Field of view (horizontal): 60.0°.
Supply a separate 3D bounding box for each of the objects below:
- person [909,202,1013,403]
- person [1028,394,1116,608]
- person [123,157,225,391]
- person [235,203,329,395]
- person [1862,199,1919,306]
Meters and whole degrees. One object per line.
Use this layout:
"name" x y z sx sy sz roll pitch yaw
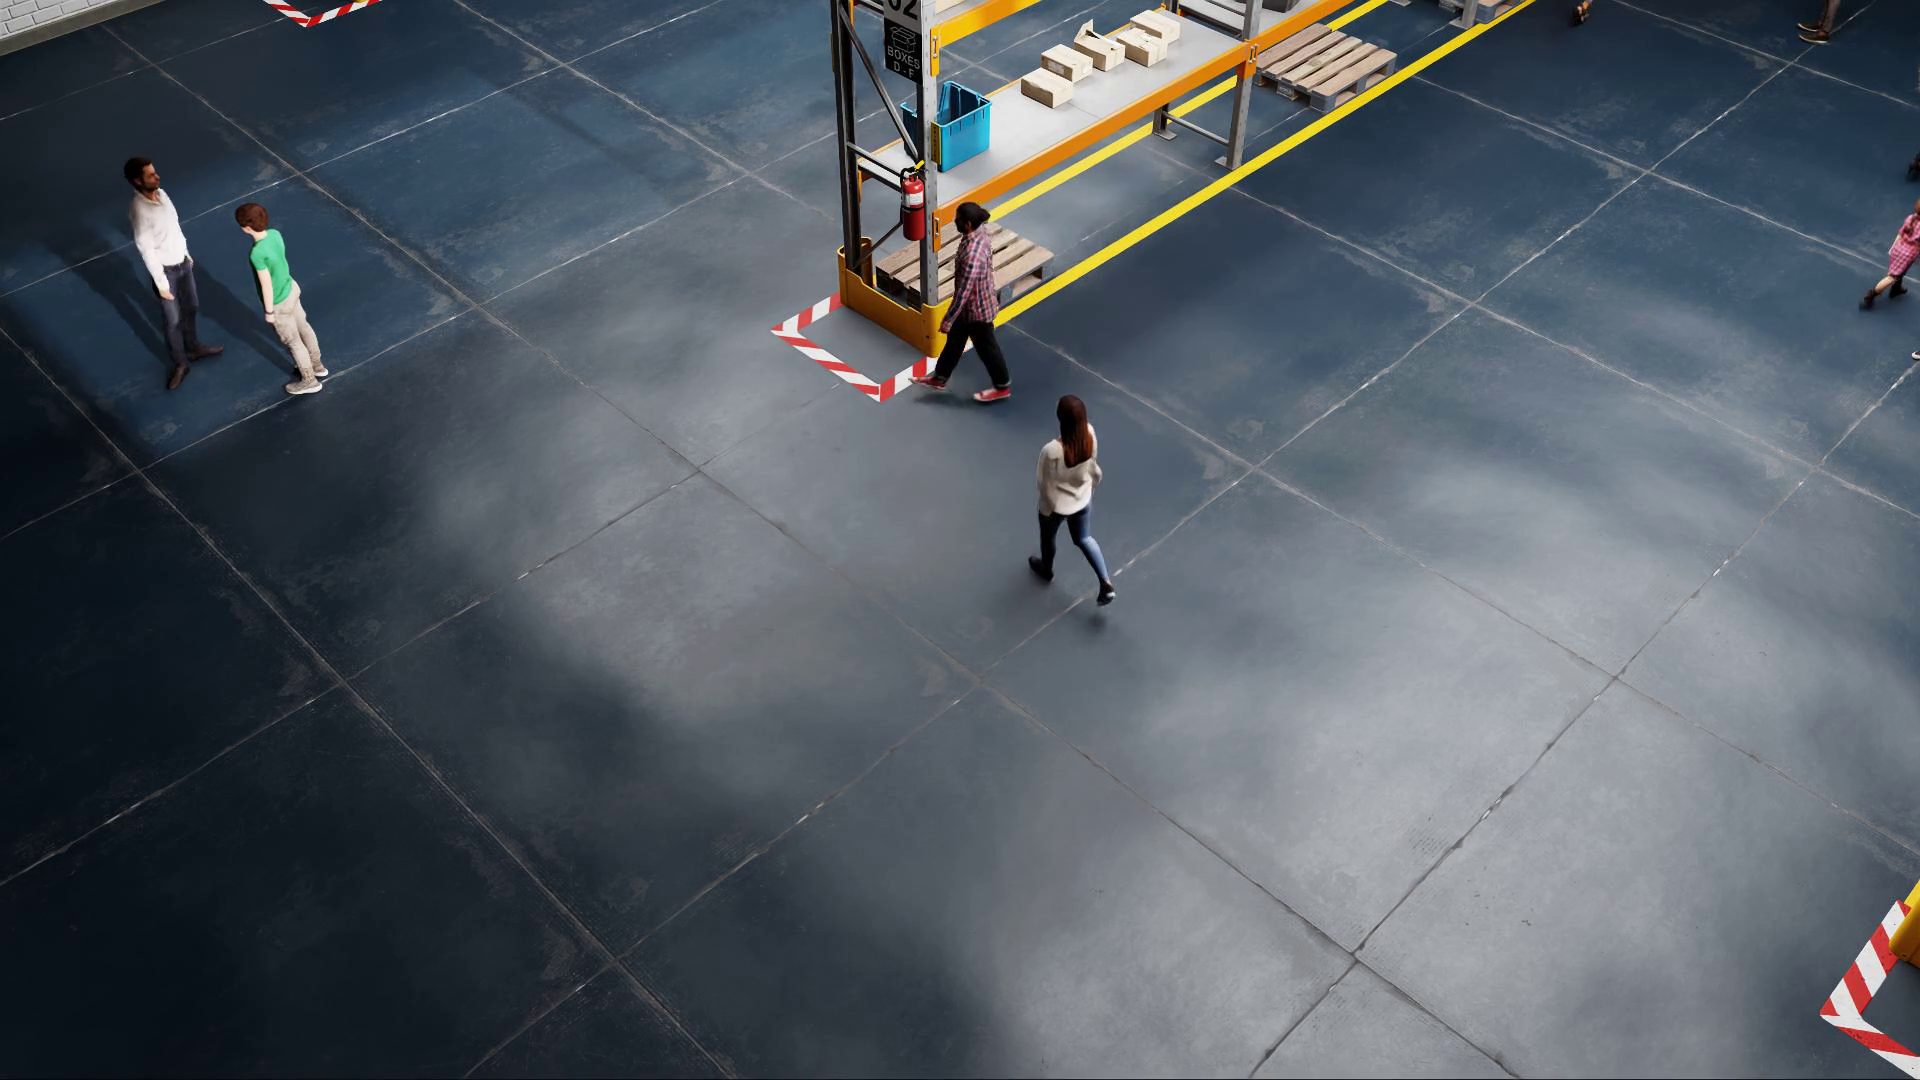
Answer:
"person" 0.198 -1.769 12.625 1.171 1.724 1.079 -5 44 -5
"person" 0.764 -0.227 11.045 1.013 1.670 0.800 -27 50 -25
"person" -6.162 -2.089 12.863 0.936 1.858 0.796 12 45 12
"person" -5.208 -1.870 12.783 0.716 1.651 0.649 2 44 2
"person" 7.823 -2.386 13.789 0.792 1.011 0.606 -15 46 -15
